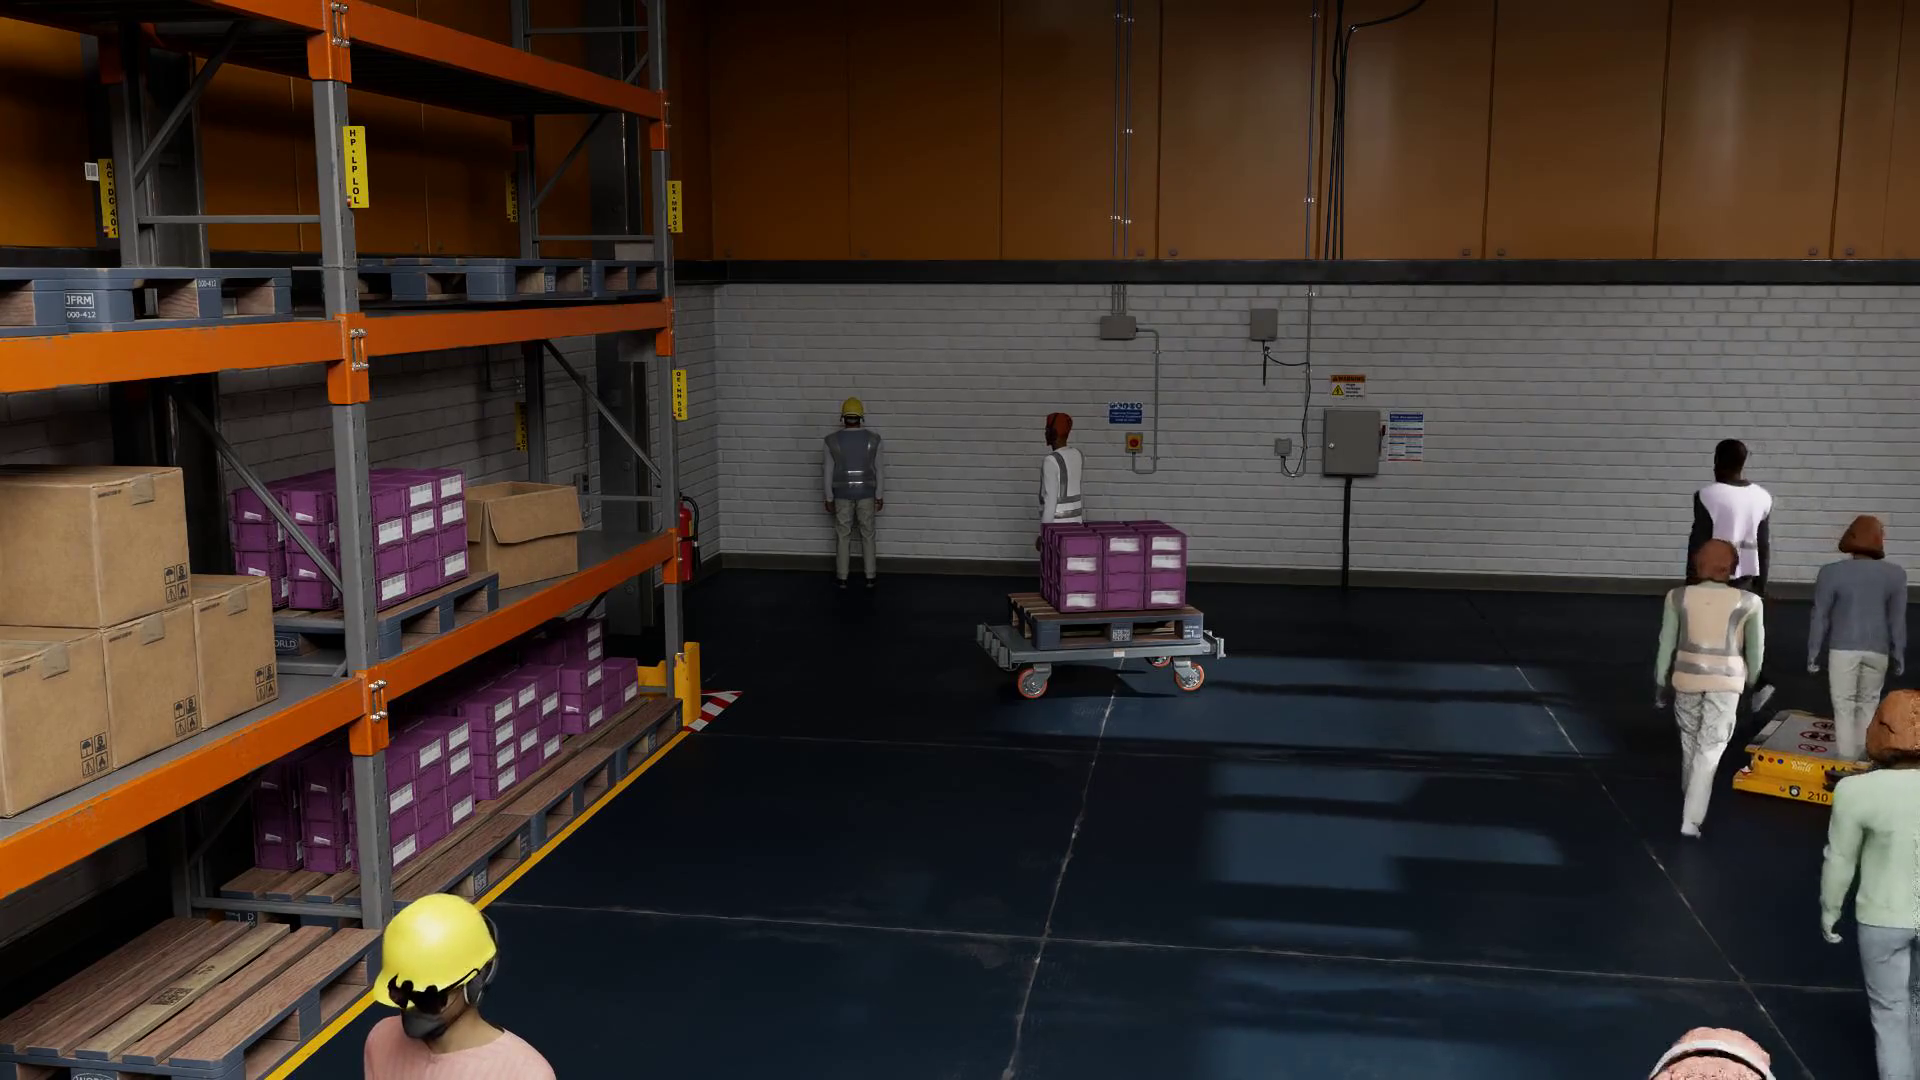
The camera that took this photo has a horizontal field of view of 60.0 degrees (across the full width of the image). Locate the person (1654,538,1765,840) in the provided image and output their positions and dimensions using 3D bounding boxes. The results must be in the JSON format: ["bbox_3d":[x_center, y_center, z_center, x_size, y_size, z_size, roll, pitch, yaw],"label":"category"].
[{"bbox_3d":[4.034,0.793,8.988,0.512,1.596,0.856,7,12,37],"label":"person"}]

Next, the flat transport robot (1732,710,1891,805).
[{"bbox_3d":[5.152,1.290,9.983,0.652,0.197,1.431,7,11,36],"label":"flat transport robot"}]

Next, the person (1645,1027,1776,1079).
[{"bbox_3d":[1.140,1.682,2.578,0.669,1.891,0.442,5,10,28],"label":"person"}]

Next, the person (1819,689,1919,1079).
[{"bbox_3d":[3.246,1.302,5.765,0.518,1.603,0.679,2,9,12],"label":"person"}]

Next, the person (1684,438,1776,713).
[{"bbox_3d":[5.318,0.257,11.402,0.597,1.888,0.813,-3,10,-20],"label":"person"}]

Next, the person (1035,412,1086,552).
[{"bbox_3d":[0.812,-0.103,13.615,0.354,1.883,0.573,6,11,32],"label":"person"}]

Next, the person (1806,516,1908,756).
[{"bbox_3d":[5.257,0.668,9.744,0.540,1.603,0.484,1,9,5],"label":"person"}]

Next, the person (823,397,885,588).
[{"bbox_3d":[-1.014,-0.448,15.900,0.590,1.833,0.404,-1,9,-9],"label":"person"}]

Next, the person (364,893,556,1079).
[{"bbox_3d":[-1.074,1.591,3.546,0.522,1.765,0.317,4,10,23],"label":"person"}]
